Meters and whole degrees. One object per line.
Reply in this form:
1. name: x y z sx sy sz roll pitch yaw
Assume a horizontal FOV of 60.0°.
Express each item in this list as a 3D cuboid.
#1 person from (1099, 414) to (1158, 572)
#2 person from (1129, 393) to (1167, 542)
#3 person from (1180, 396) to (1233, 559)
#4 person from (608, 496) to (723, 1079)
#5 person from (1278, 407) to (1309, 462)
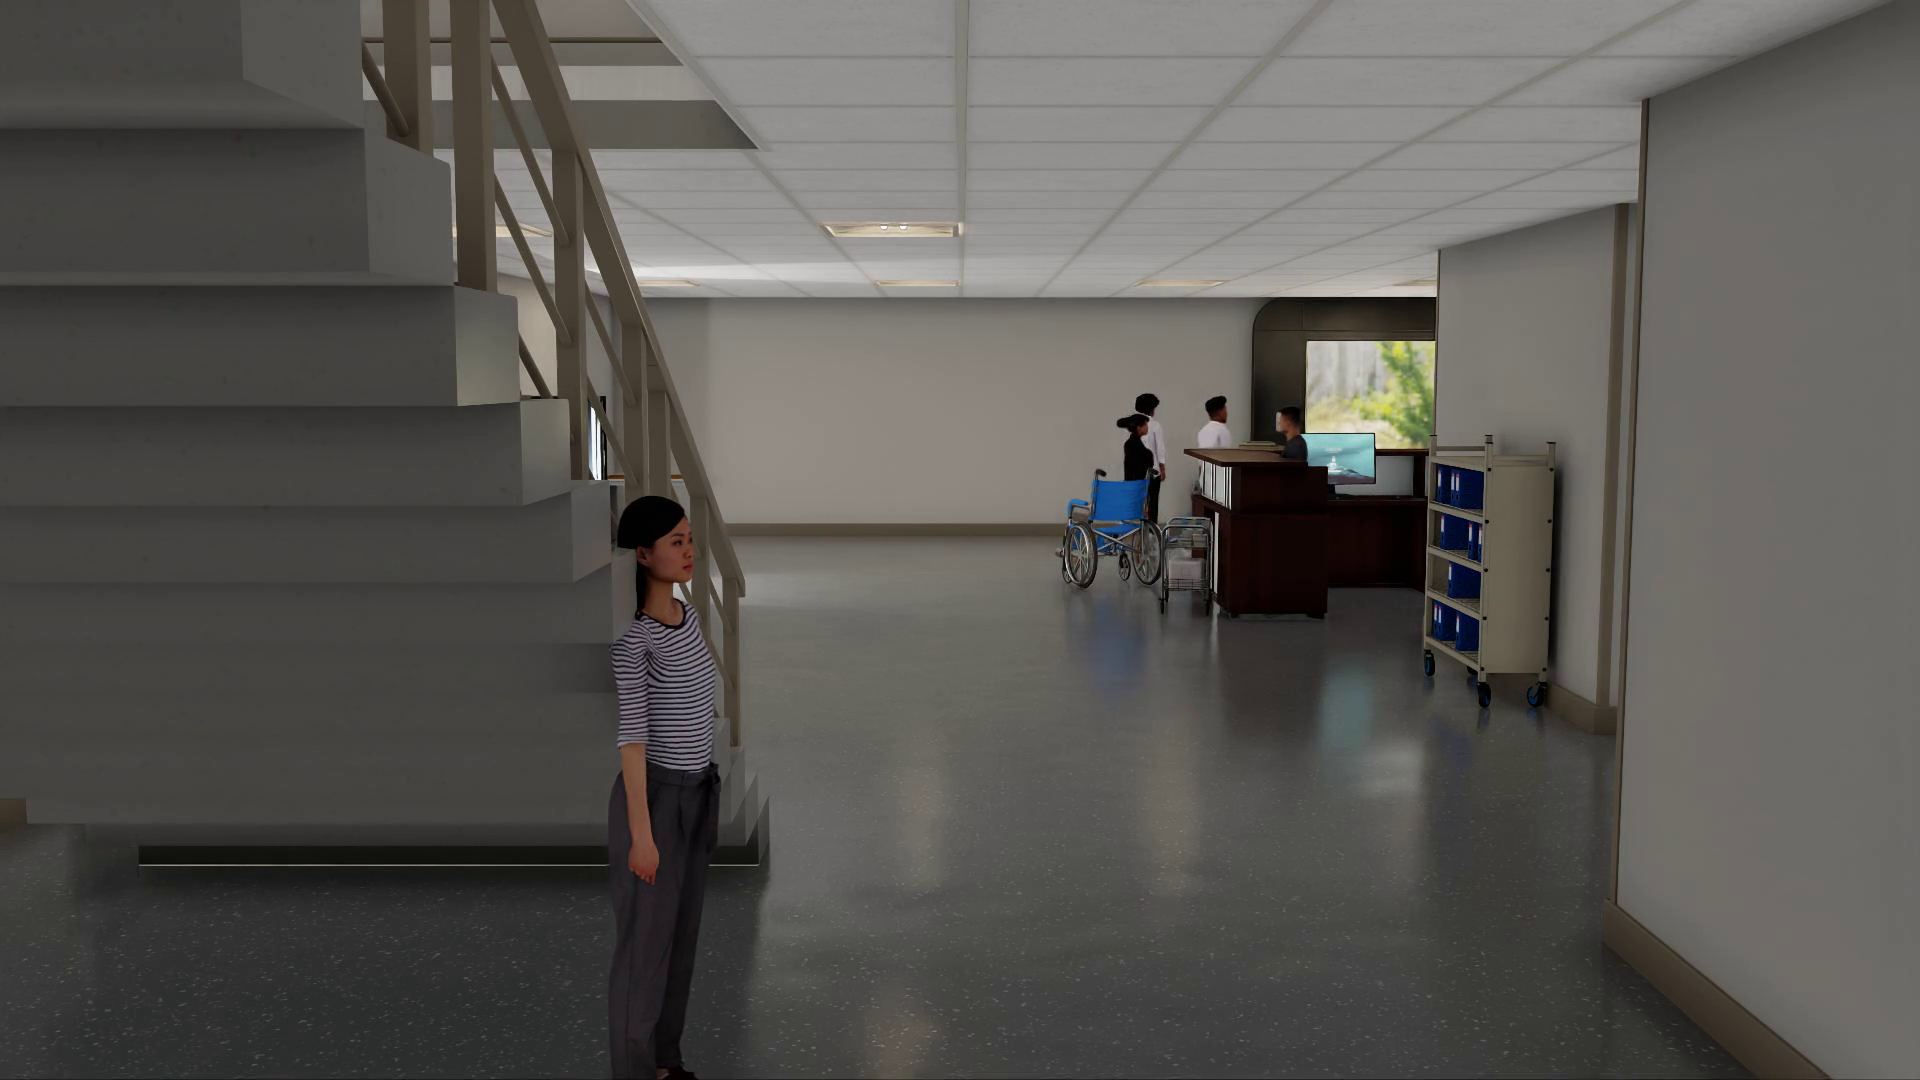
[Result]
1. person: 1.750 -0.462 16.997 0.634 1.623 0.829 0 6 -3
2. person: 2.287 -0.895 20.366 0.724 1.810 0.752 4 7 34
3. person: 2.649 -0.609 17.617 0.986 1.790 1.137 -2 6 -23
4. person: -0.826 0.738 4.513 0.698 1.733 0.532 1 6 13
5. person: 2.918 -0.290 14.583 0.724 1.763 0.555 1 6 13
